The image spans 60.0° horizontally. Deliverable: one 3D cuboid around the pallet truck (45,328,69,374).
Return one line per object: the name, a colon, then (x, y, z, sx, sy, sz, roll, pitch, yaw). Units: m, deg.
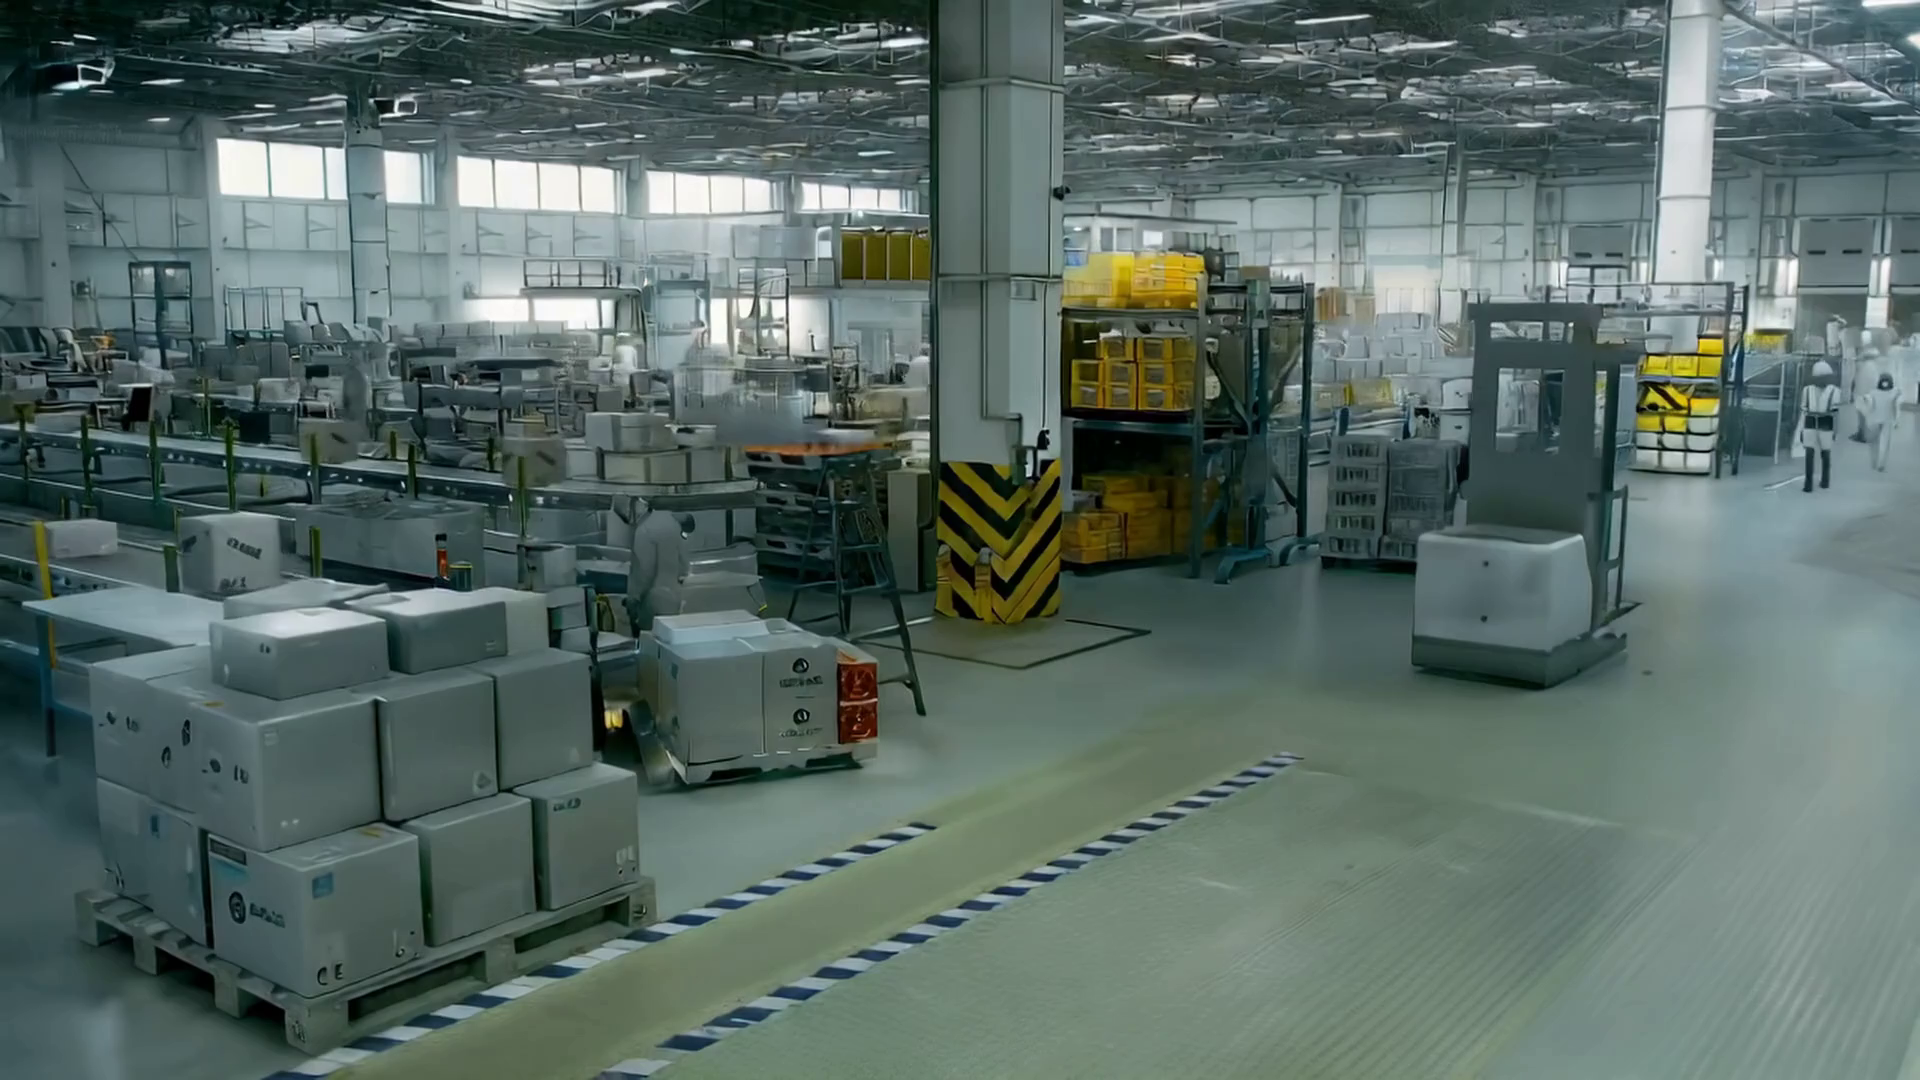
pallet truck: (-23.775, -4.544, 43.495, 1.885, 1.965, 0.823, 6, 10, 35)

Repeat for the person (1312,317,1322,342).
person: (15.921, -9.078, 74.525, 0.583, 1.863, 0.752, 0, 8, -3)

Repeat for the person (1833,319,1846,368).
person: (34.063, -7.608, 64.434, 0.416, 1.913, 0.587, 7, 11, 41)

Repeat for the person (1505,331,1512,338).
person: (17.075, -5.657, 51.904, 0.500, 1.732, 0.458, 1, 8, 6)

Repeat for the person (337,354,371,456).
person: (-10.307, -2.198, 28.078, 0.731, 1.869, 0.677, -3, 9, -21)

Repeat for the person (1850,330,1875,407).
person: (23.074, -4.369, 42.465, 0.610, 1.957, 0.387, -3, 9, -18)

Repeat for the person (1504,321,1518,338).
person: (25.106, -9.310, 75.792, 0.609, 1.943, 0.402, 3, 9, 19)

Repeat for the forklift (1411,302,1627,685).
forklift: (4.379, -0.438, 12.852, 1.129, 2.768, 1.873, 7, 11, 37)

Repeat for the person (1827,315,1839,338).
person: (37.806, -8.747, 71.886, 0.619, 1.988, 0.403, 1, 8, 4)

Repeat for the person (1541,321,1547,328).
person: (24.280, -8.250, 69.026, 0.429, 1.837, 0.621, -4, 9, -23)

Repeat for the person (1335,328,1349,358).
person: (10.893, -5.112, 47.663, 0.626, 1.899, 0.590, 4, 9, 26)

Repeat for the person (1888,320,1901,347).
person: (38.968, -8.279, 69.436, 0.681, 1.783, 0.937, -4, 9, -24)

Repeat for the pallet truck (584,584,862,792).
pallet truck: (-1.426, 0.805, 10.019, 1.601, 1.201, 0.680, -4, 9, -26)

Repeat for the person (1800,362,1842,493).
person: (12.600, -1.659, 24.351, 0.551, 1.910, 0.845, 7, 11, 38)

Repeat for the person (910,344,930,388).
person: (-0.725, -3.318, 35.850, 0.606, 1.812, 0.680, 7, 11, 38)

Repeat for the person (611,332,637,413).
person: (-8.002, -3.975, 39.704, 1.033, 1.996, 0.612, 8, 12, 43)

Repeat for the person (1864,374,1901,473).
person: (15.020, -1.916, 27.109, 0.510, 1.601, 0.799, 4, 9, 26)

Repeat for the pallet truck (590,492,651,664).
pallet truck: (-3.115, 0.344, 12.883, 0.653, 1.274, 1.630, 7, 11, 37)

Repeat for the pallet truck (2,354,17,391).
pallet truck: (-24.881, -4.417, 42.634, 1.885, 1.965, 0.823, 8, 11, 41)

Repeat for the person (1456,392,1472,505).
person: (6.888, -1.200, 22.290, 0.854, 1.585, 0.540, 7, 11, 39)

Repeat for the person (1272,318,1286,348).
person: (13.676, -8.602, 71.259, 0.544, 1.890, 1.046, 4, 9, 23)

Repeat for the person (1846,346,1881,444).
person: (17.476, -2.806, 32.148, 0.559, 1.895, 0.976, 0, 8, 0)

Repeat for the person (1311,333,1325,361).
person: (10.460, -5.209, 48.896, 0.386, 1.722, 0.669, -2, 9, -14)

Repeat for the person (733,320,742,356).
person: (-8.816, -7.762, 65.734, 0.405, 1.833, 0.555, 5, 10, 31)
